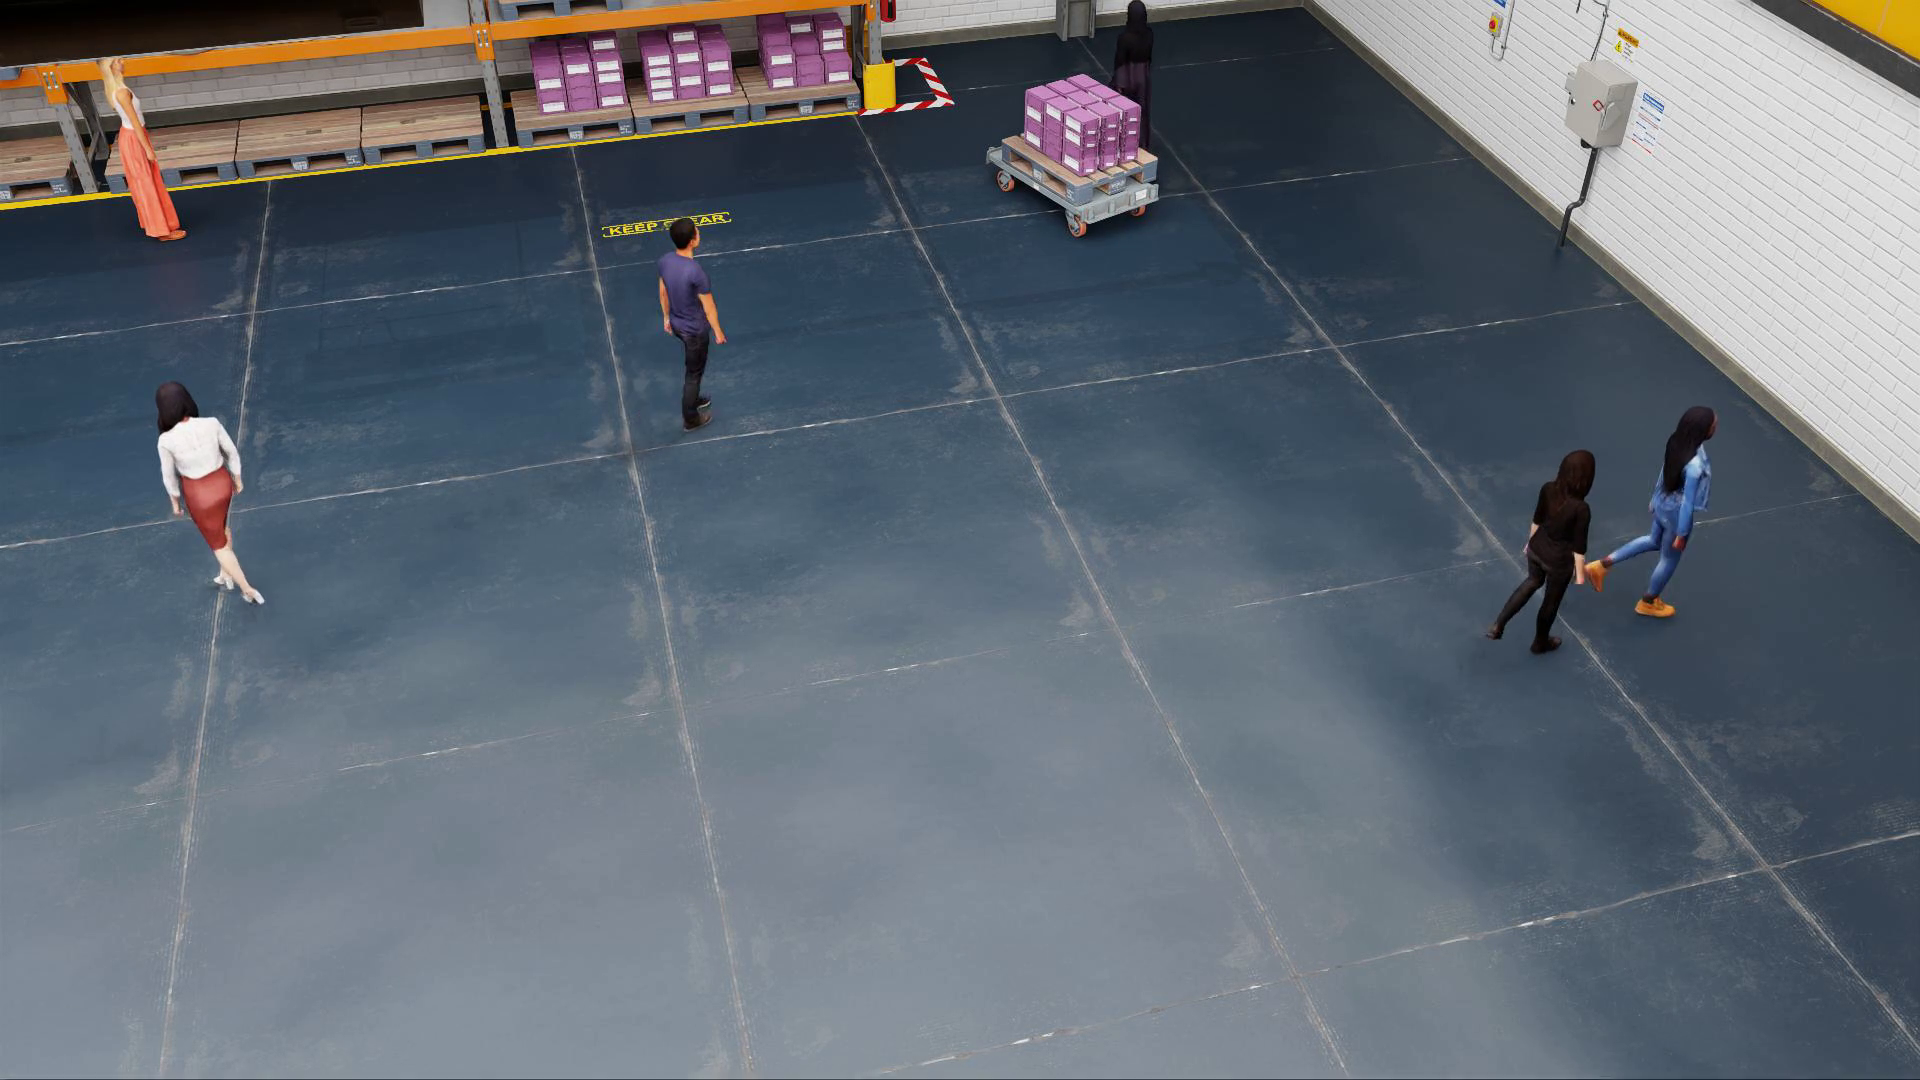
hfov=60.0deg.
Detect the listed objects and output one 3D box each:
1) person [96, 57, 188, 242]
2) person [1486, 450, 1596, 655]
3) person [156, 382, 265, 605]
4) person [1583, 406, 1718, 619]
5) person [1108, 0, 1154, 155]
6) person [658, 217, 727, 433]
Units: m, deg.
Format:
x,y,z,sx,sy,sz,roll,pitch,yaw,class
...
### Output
x,y,z,sx,sy,sz,roll,pitch,yaw,class
-7.564,-3.619,15.281,0.675,1.802,0.690,-22,43,-25,person
3.776,0.125,10.729,0.853,1.632,0.697,-18,42,-21,person
-5.029,-0.277,11.161,0.882,1.722,0.826,27,46,29,person
4.630,-0.163,11.039,0.992,1.696,0.796,3,39,4,person
1.762,-4.583,16.644,1.064,1.607,0.775,-17,42,-20,person
-2.142,-1.605,12.779,0.760,1.778,0.795,31,48,33,person
